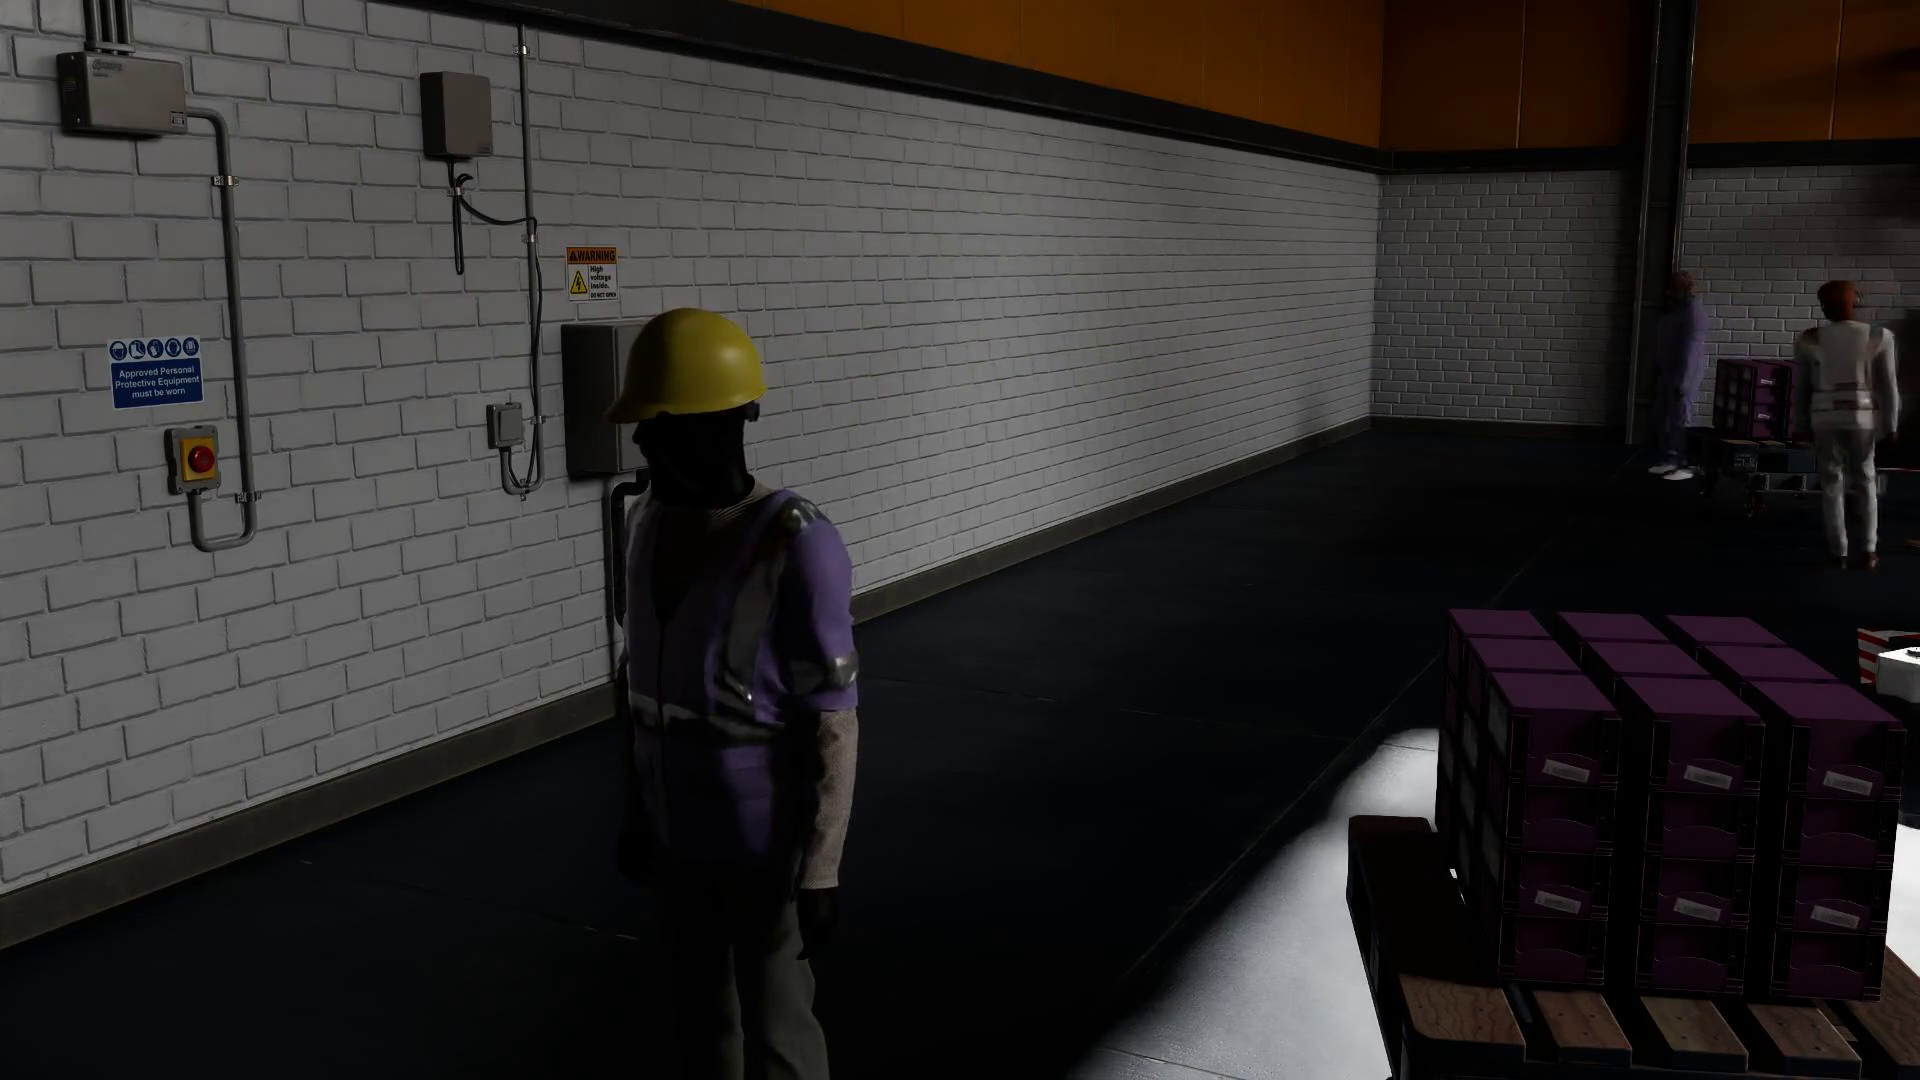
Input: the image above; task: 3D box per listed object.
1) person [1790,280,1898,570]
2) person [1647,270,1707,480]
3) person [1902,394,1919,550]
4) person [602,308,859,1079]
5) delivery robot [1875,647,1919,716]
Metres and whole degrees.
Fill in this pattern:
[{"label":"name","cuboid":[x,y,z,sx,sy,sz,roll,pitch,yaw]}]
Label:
[{"label":"person","cuboid":[5.667,-0.739,10.703,0.621,1.852,0.442,4,11,23]},{"label":"person","cuboid":[6.368,-1.447,14.752,0.451,1.868,0.687,0,10,1]},{"label":"person","cuboid":[6.621,-0.801,11.086,0.429,1.842,0.635,1,10,7]},{"label":"person","cuboid":[-0.450,0.531,3.147,0.587,1.922,0.383,9,13,41]},{"label":"delivery robot","cuboid":[3.965,0.595,6.455,0.477,0.478,0.707,-6,11,-30]}]
